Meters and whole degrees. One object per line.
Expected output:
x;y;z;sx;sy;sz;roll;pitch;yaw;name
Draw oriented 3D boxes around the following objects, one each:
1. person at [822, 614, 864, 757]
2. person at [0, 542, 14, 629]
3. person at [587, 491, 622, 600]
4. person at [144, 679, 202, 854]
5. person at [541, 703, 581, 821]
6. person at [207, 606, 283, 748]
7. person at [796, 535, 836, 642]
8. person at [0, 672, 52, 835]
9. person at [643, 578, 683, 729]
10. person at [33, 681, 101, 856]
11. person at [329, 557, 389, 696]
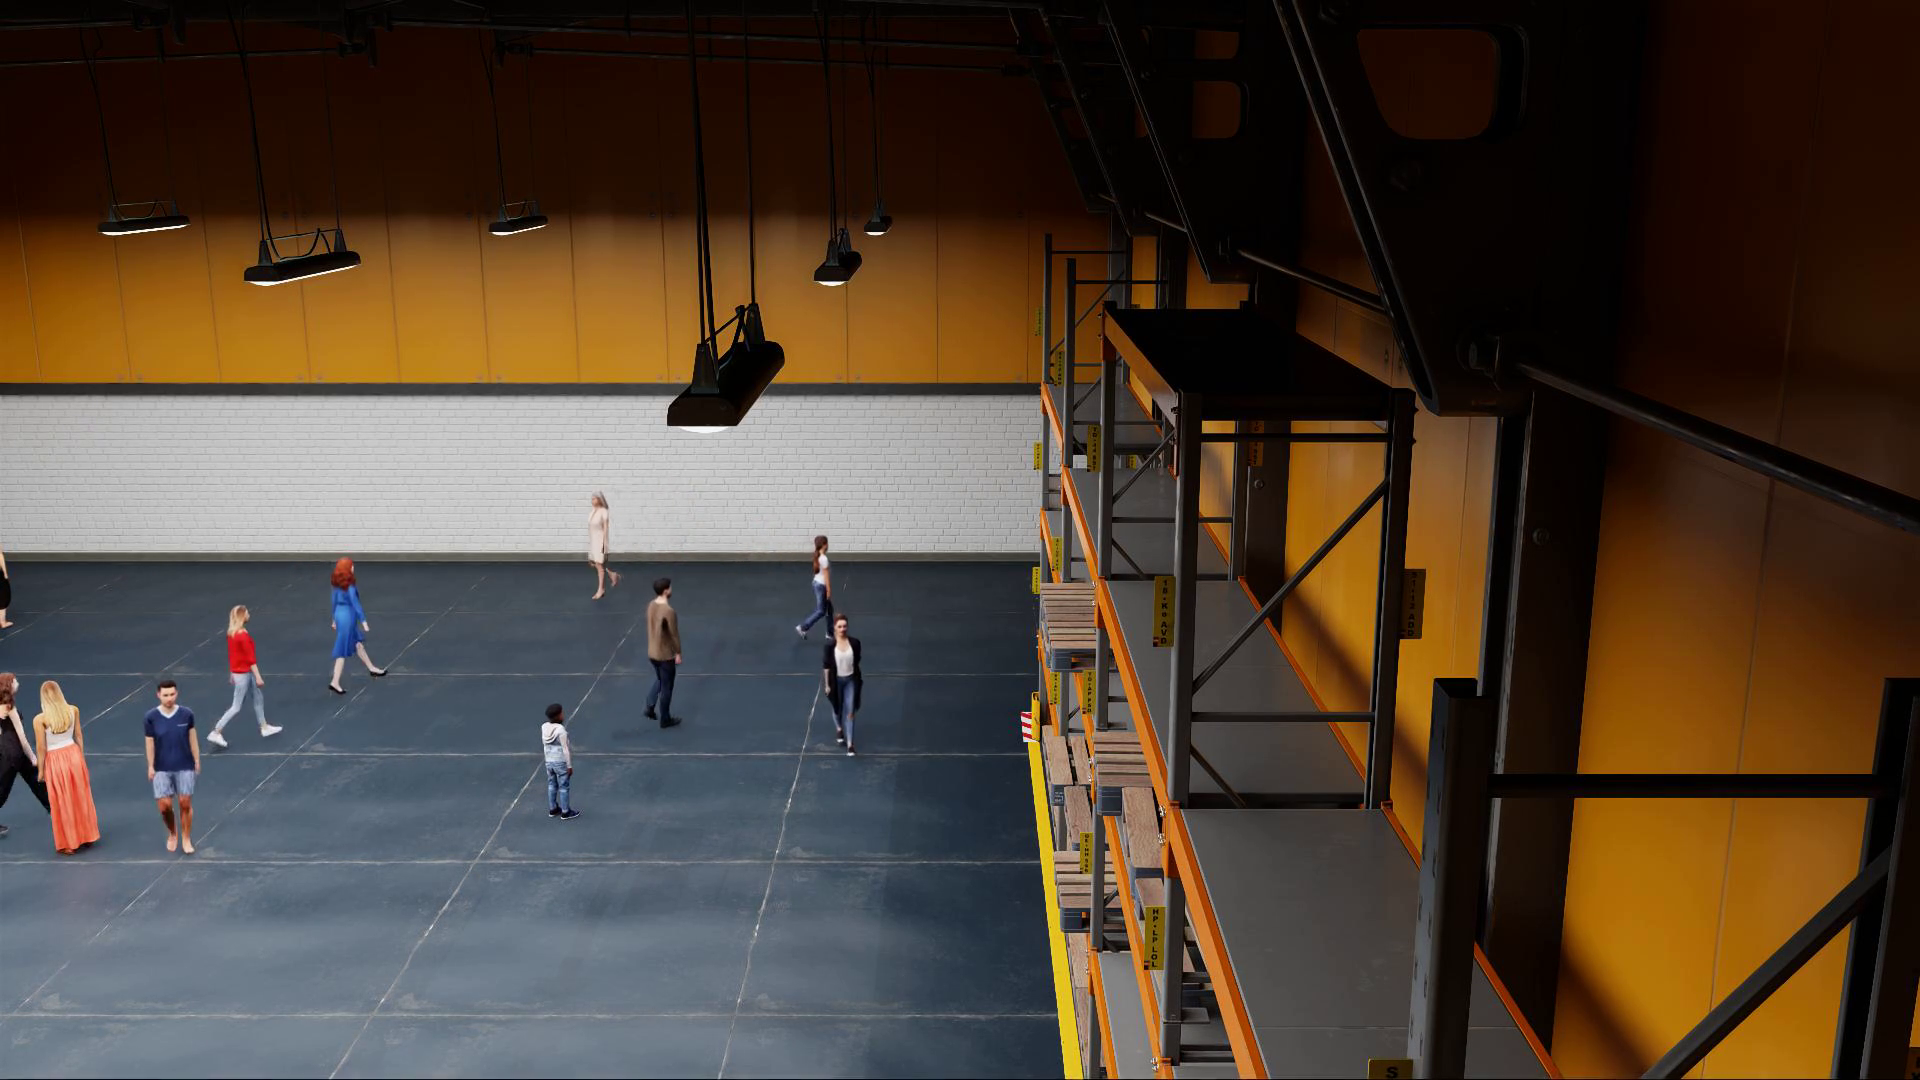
-1.404;1.682;19.579;0.795;1.628;1.173;-3;14;-12;person
-14.259;0.497;24.482;0.580;1.623;0.595;2;14;8;person
-5.577;0.063;26.058;0.912;1.725;0.853;-13;19;-43;person
-7.941;2.257;16.769;0.765;1.832;0.794;-7;15;-27;person
-4.274;2.339;17.645;0.566;1.261;0.611;8;16;31;person
-8.549;1.642;19.652;1.149;1.670;1.111;-12;18;-41;person
-2.029;0.702;23.805;0.909;1.544;0.991;-8;16;-29;person
-9.869;2.248;17.115;1.129;1.687;1.106;-12;18;-41;person
-3.689;1.389;20.252;0.871;1.880;0.810;-13;19;-42;person
-9.023;2.278;16.745;0.796;1.803;0.715;10;17;36;person
-7.984;1.153;21.427;1.075;1.786;1.164;12;18;40;person
